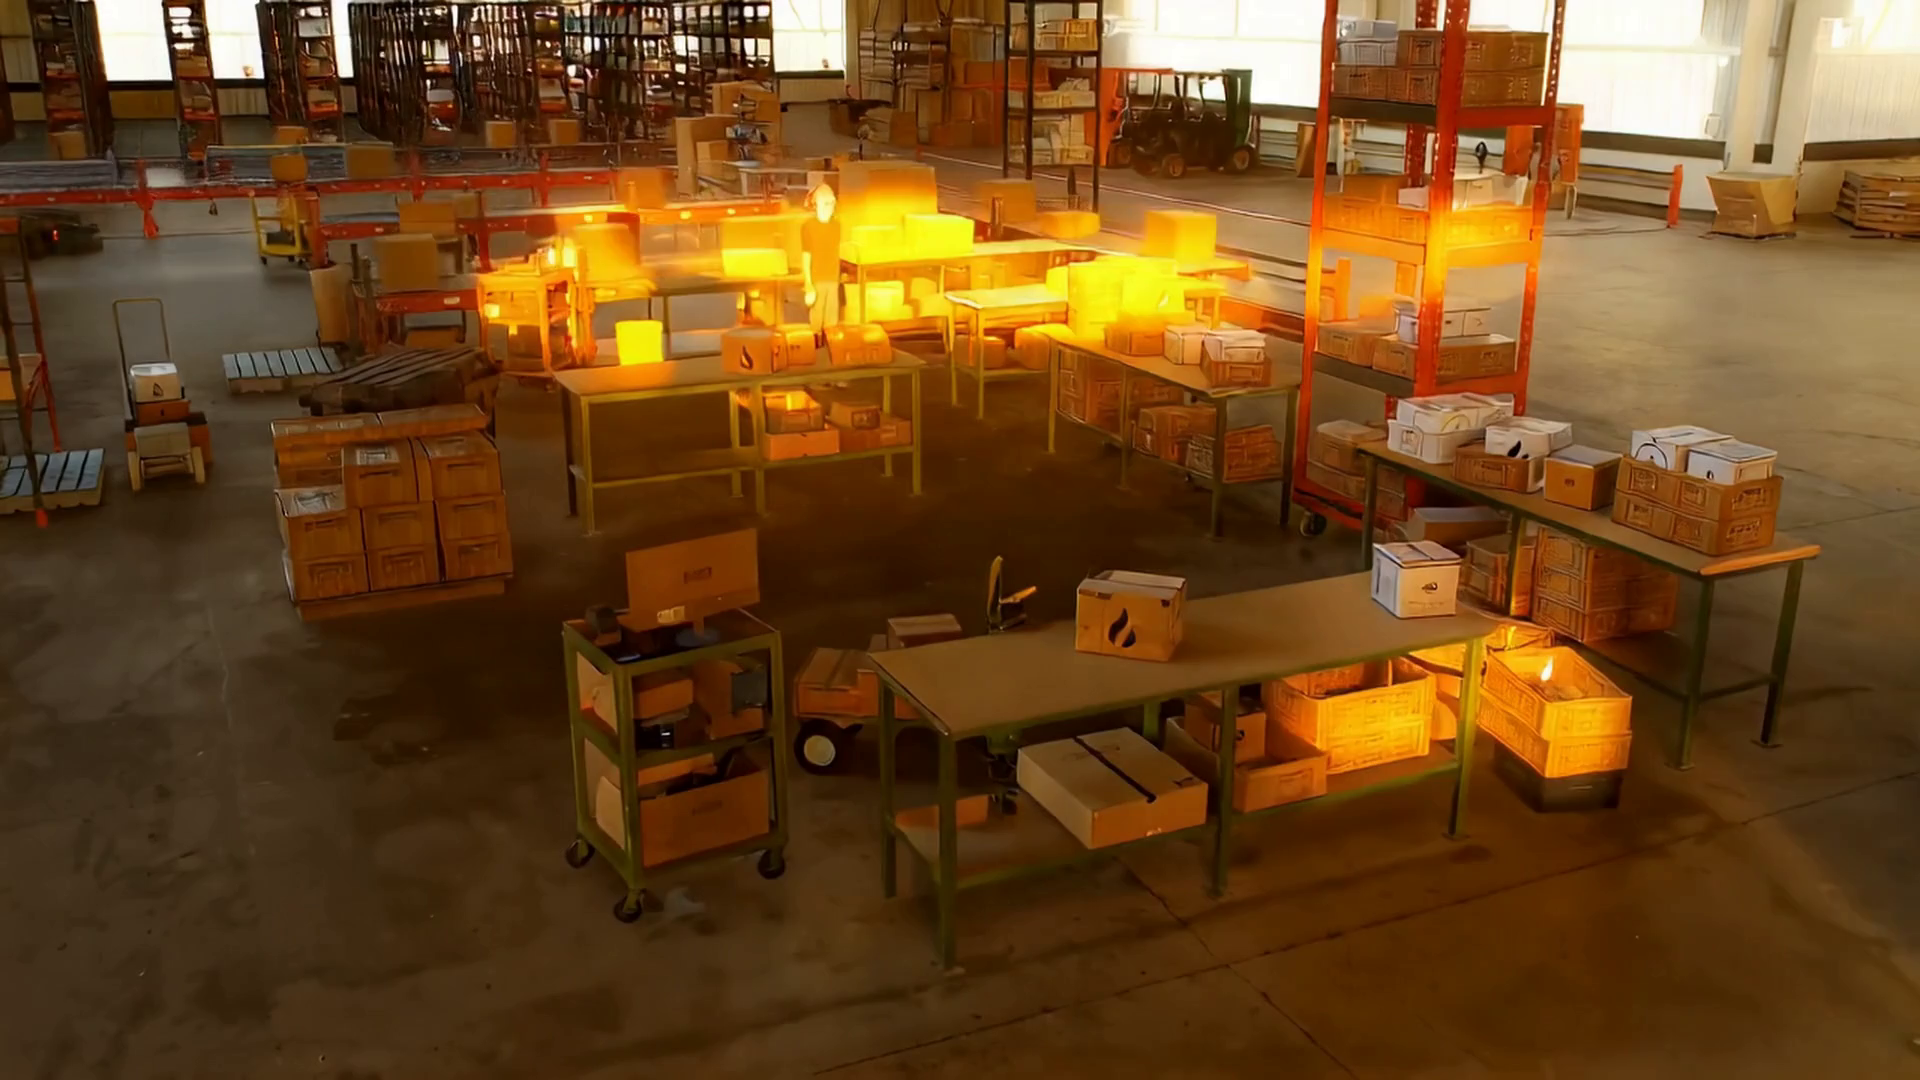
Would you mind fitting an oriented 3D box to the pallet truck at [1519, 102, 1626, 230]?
[{"bbox_3d":[9.972,-6.037,26.785,1.885,1.965,0.823,-9,20,-25],"label":"pallet truck"}]

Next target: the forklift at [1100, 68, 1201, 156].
[{"bbox_3d":[4.082,-9.564,37.410,2.680,1.987,1.157,-8,19,-23],"label":"forklift"}]

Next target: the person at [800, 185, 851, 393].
[{"bbox_3d":[-1.228,-2.301,15.223,0.323,1.871,0.530,13,22,35],"label":"person"}]

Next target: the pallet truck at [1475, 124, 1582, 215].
[{"bbox_3d":[9.707,-6.455,28.103,1.885,1.965,0.823,-7,19,-20],"label":"pallet truck"}]

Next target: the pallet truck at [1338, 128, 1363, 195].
[{"bbox_3d":[7.845,-7.140,31.411,1.522,1.261,0.704,-9,20,-25],"label":"pallet truck"}]

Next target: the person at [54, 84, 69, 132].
[{"bbox_3d":[-25.527,-12.446,47.314,0.632,1.786,0.412,3,18,10],"label":"person"}]

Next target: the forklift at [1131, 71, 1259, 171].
[{"bbox_3d":[4.998,-8.936,35.413,2.680,1.987,1.157,-9,20,-25],"label":"forklift"}]

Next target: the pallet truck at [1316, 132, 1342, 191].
[{"bbox_3d":[7.723,-7.504,32.656,1.601,1.201,0.680,-8,19,-23],"label":"pallet truck"}]

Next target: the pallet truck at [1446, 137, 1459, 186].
[{"bbox_3d":[9.184,-6.485,29.328,1.630,1.274,0.653,-8,19,-23],"label":"pallet truck"}]

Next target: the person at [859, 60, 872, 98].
[{"bbox_3d":[-2.874,-13.596,50.626,0.400,1.986,0.608,-5,18,-16],"label":"person"}]
